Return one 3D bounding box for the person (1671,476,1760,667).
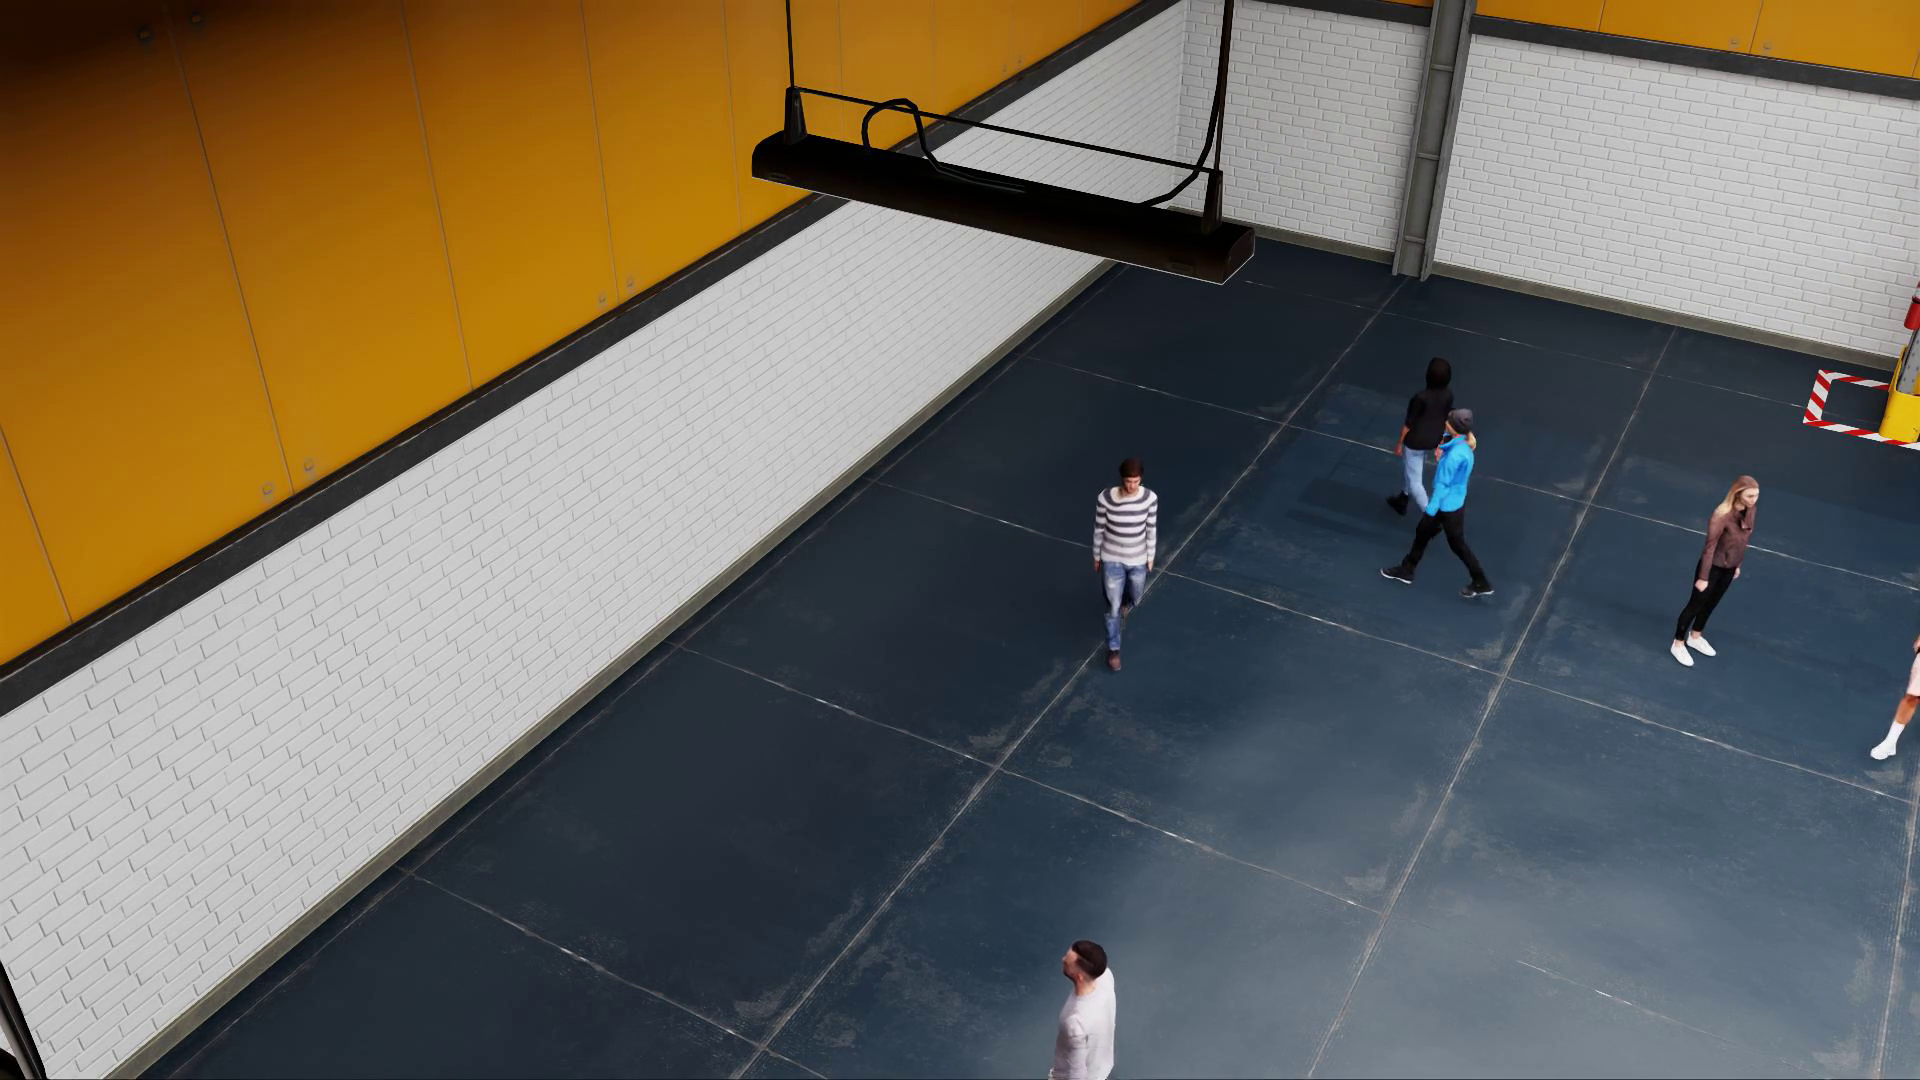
[{"bbox_3d":[5.995,0.212,13.161,0.679,1.703,0.683,-17,37,-23],"label":"person"}]

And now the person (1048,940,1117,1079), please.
[{"bbox_3d":[0.728,2.881,9.036,0.641,1.824,0.695,17,37,24],"label":"person"}]

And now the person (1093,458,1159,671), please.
[{"bbox_3d":[1.298,0.092,13.234,1.101,1.821,1.054,-1,34,-1],"label":"person"}]

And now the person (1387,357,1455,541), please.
[{"bbox_3d":[4.122,-0.784,14.688,0.955,1.671,1.144,-15,36,-21],"label":"person"}]

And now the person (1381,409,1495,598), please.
[{"bbox_3d":[4.153,-0.246,13.808,1.186,1.749,0.679,15,36,21],"label":"person"}]
